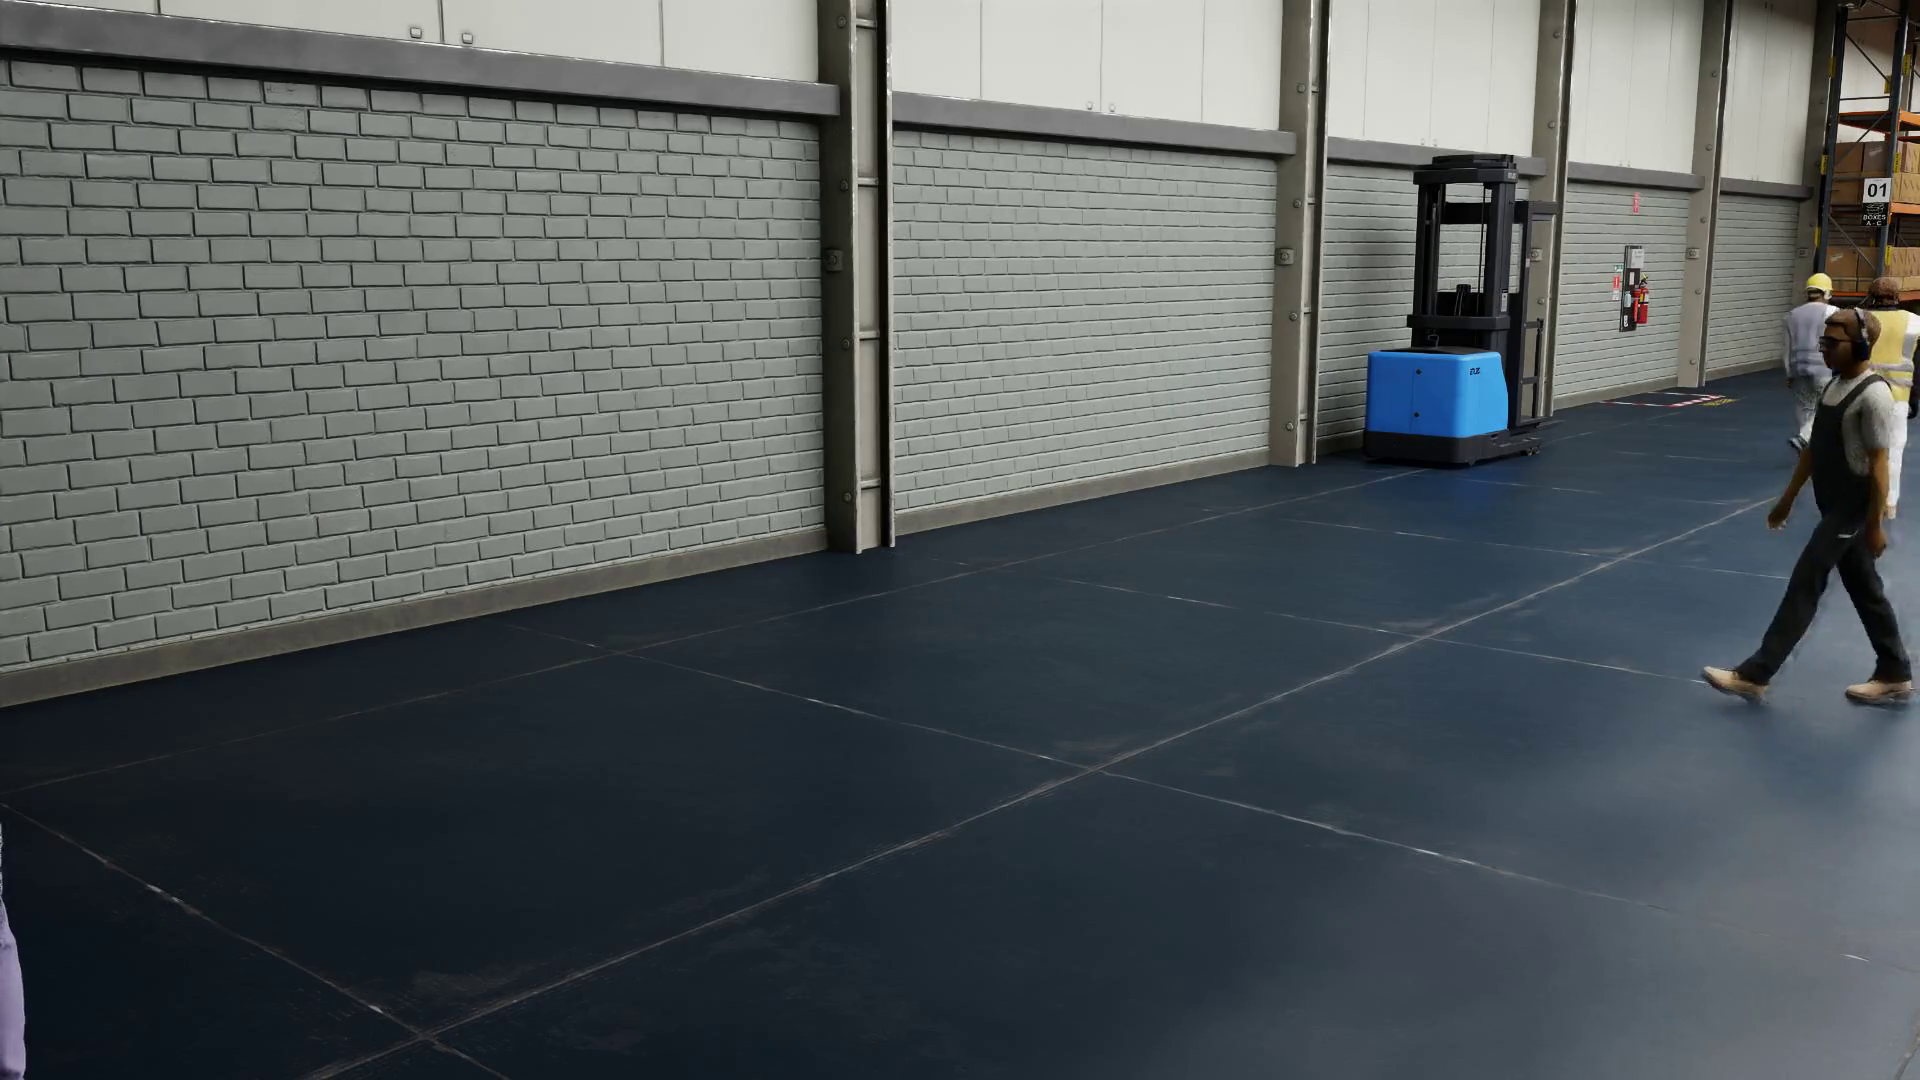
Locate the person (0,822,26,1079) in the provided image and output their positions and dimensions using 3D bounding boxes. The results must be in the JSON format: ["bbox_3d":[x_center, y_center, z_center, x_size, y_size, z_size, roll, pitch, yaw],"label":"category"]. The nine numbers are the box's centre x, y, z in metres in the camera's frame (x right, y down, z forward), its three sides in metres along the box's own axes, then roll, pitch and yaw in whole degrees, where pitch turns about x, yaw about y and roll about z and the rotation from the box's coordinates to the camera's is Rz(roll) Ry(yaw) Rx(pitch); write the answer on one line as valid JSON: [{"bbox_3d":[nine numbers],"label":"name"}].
[{"bbox_3d":[-2.239,0.510,3.459,0.400,1.902,0.643,-1,10,-8],"label":"person"}]

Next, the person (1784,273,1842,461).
[{"bbox_3d":[8.135,-1.627,15.849,0.585,1.817,0.640,-5,11,-26],"label":"person"}]

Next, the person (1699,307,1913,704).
[{"bbox_3d":[3.908,-0.142,7.473,0.970,1.794,0.511,2,10,10],"label":"person"}]

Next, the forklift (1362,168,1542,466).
[{"bbox_3d":[4.875,-2.212,16.287,1.129,2.768,1.873,8,13,40],"label":"forklift"}]

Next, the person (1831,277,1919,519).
[{"bbox_3d":[7.026,-1.089,12.762,0.627,1.836,0.429,4,11,24],"label":"person"}]
